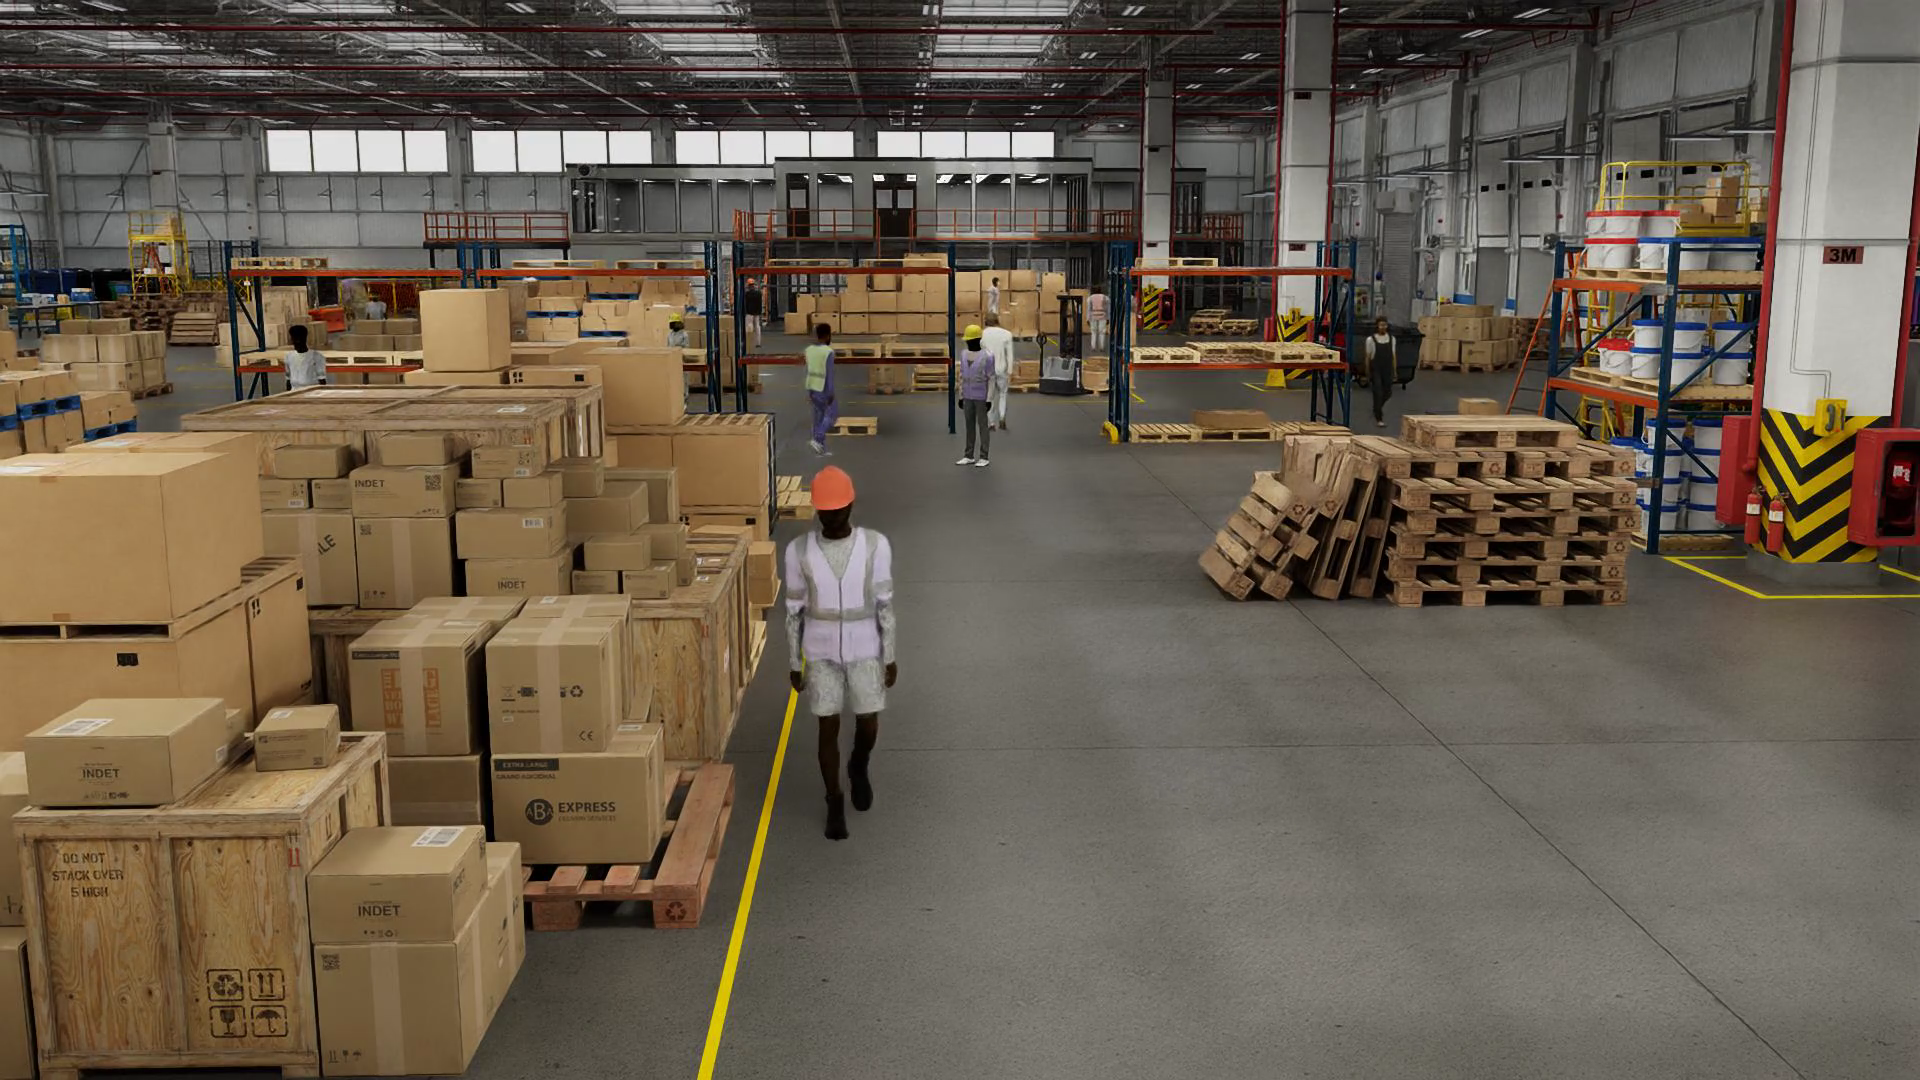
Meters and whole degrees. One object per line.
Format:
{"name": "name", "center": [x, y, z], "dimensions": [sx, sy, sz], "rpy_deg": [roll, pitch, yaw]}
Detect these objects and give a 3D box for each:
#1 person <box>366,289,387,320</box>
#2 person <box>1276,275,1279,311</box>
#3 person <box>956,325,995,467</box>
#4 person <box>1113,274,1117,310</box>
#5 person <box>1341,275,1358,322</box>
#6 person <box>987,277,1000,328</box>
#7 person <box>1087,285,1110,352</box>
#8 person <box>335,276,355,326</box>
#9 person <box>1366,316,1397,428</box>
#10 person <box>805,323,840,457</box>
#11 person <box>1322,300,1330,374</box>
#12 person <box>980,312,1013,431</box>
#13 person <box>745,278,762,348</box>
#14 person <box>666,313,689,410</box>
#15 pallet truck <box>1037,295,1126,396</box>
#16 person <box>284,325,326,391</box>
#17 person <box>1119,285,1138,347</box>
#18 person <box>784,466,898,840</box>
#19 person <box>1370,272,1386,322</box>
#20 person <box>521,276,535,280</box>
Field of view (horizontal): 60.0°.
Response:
{"name": "person", "center": [-14.599, -5.341, 41.631], "dimensions": [0.537, 1.838, 0.760], "rpy_deg": [-2, 10, -13]}
{"name": "person", "center": [13.801, -10.814, 71.787], "dimensions": [0.627, 1.969, 0.803], "rpy_deg": [1, 10, 4]}
{"name": "person", "center": [0.205, -1.948, 22.512], "dimensions": [0.584, 1.918, 0.381], "rpy_deg": [9, 13, 40]}
{"name": "person", "center": [5.912, -8.967, 61.899], "dimensions": [0.848, 1.811, 0.654], "rpy_deg": [-4, 11, -20]}
{"name": "person", "center": [13.470, -8.260, 57.688], "dimensions": [0.560, 1.916, 0.656], "rpy_deg": [-7, 12, -35]}
{"name": "person", "center": [1.061, -7.296, 52.285], "dimensions": [0.371, 1.932, 0.627], "rpy_deg": [3, 11, 17]}
{"name": "person", "center": [3.823, -6.114, 45.941], "dimensions": [0.633, 1.839, 0.429], "rpy_deg": [2, 10, 11]}
{"name": "person", "center": [-22.253, -8.743, 60.172], "dimensions": [0.521, 1.990, 0.734], "rpy_deg": [1, 10, 3]}
{"name": "person", "center": [6.909, -2.777, 27.363], "dimensions": [0.533, 1.832, 0.633], "rpy_deg": [-2, 10, -11]}
{"name": "person", "center": [-1.946, -2.104, 23.434], "dimensions": [0.591, 1.905, 0.439], "rpy_deg": [9, 14, 42]}
{"name": "person", "center": [8.357, -4.653, 38.212], "dimensions": [0.533, 1.692, 0.319], "rpy_deg": [0, 10, -2]}
{"name": "person", "center": [0.534, -2.721, 26.850], "dimensions": [0.632, 1.899, 0.743], "rpy_deg": [0, 10, -2]}
{"name": "person", "center": [-5.922, -6.449, 47.383], "dimensions": [0.612, 1.991, 0.392], "rpy_deg": [-9, 13, -40]}
{"name": "person", "center": [-5.119, -3.219, 30.078], "dimensions": [0.484, 1.745, 0.297], "rpy_deg": [5, 11, 27]}
{"name": "pallet truck", "center": [2.483, -3.881, 33.060], "dimensions": [1.885, 1.965, 0.823], "rpy_deg": [-7, 13, -36]}
{"name": "person", "center": [-8.640, -1.866, 21.977], "dimensions": [0.607, 1.955, 0.376], "rpy_deg": [2, 10, 14]}
{"name": "person", "center": [4.573, -6.076, 45.672], "dimensions": [0.602, 1.854, 0.960], "rpy_deg": [3, 11, 18]}
{"name": "person", "center": [-0.604, 0.567, 8.490], "dimensions": [0.581, 1.920, 0.482], "rpy_deg": [-1, 10, -4]}
{"name": "person", "center": [14.995, -8.635, 59.692], "dimensions": [0.603, 1.945, 0.390], "rpy_deg": [7, 12, 33]}
{"name": "person", "center": [-17.801, -10.203, 68.623], "dimensions": [0.613, 1.872, 0.432], "rpy_deg": [0, 10, 2]}
